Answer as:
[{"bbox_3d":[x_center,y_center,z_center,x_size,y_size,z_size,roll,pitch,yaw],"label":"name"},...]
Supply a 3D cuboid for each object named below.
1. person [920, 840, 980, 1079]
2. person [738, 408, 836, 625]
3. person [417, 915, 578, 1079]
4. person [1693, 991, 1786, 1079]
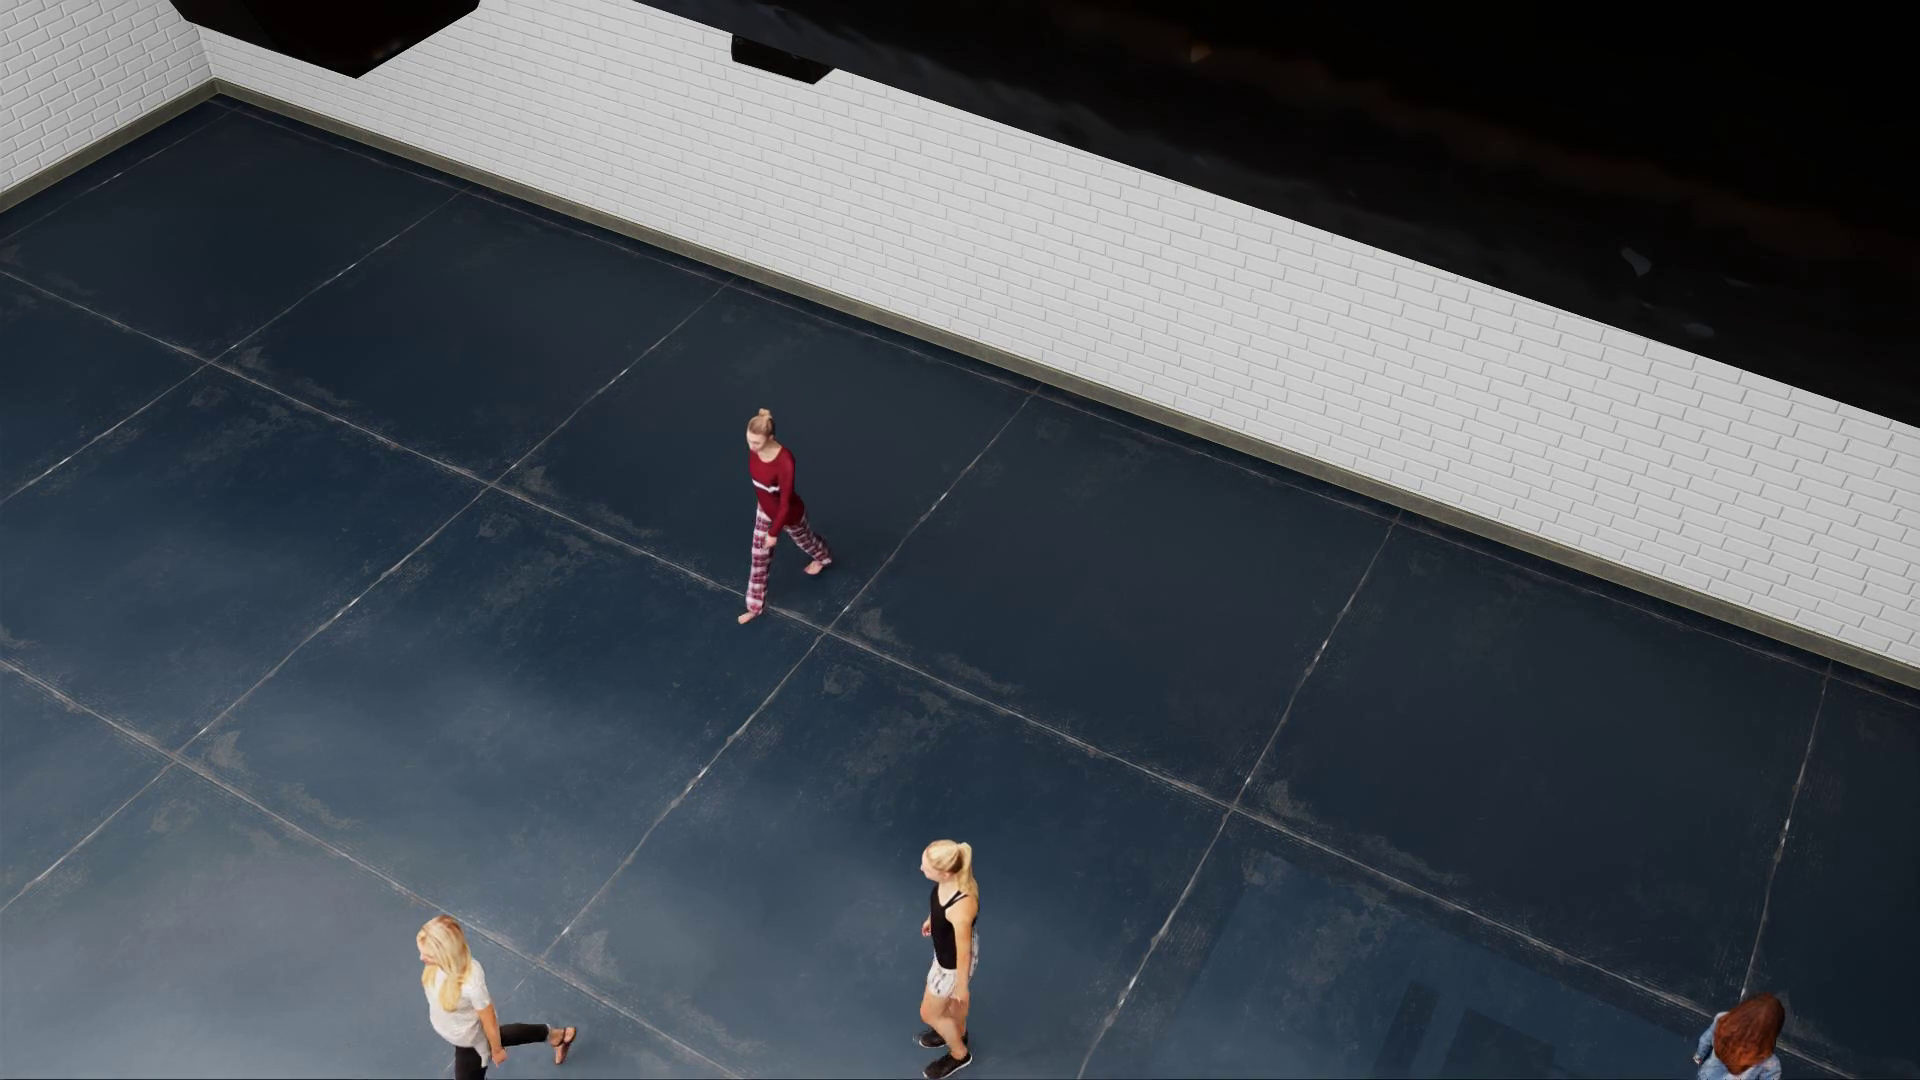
[{"bbox_3d":[0.034,2.099,8.484,0.757,1.841,0.653,-1,44,-1],"label":"person"},{"bbox_3d":[-1.130,-0.230,11.070,0.702,1.647,1.144,30,51,27],"label":"person"},{"bbox_3d":[-2.353,2.348,8.250,1.151,1.803,0.838,-32,52,-29],"label":"person"},{"bbox_3d":[3.712,2.698,8.124,0.821,1.471,0.761,-18,46,-18],"label":"person"}]
